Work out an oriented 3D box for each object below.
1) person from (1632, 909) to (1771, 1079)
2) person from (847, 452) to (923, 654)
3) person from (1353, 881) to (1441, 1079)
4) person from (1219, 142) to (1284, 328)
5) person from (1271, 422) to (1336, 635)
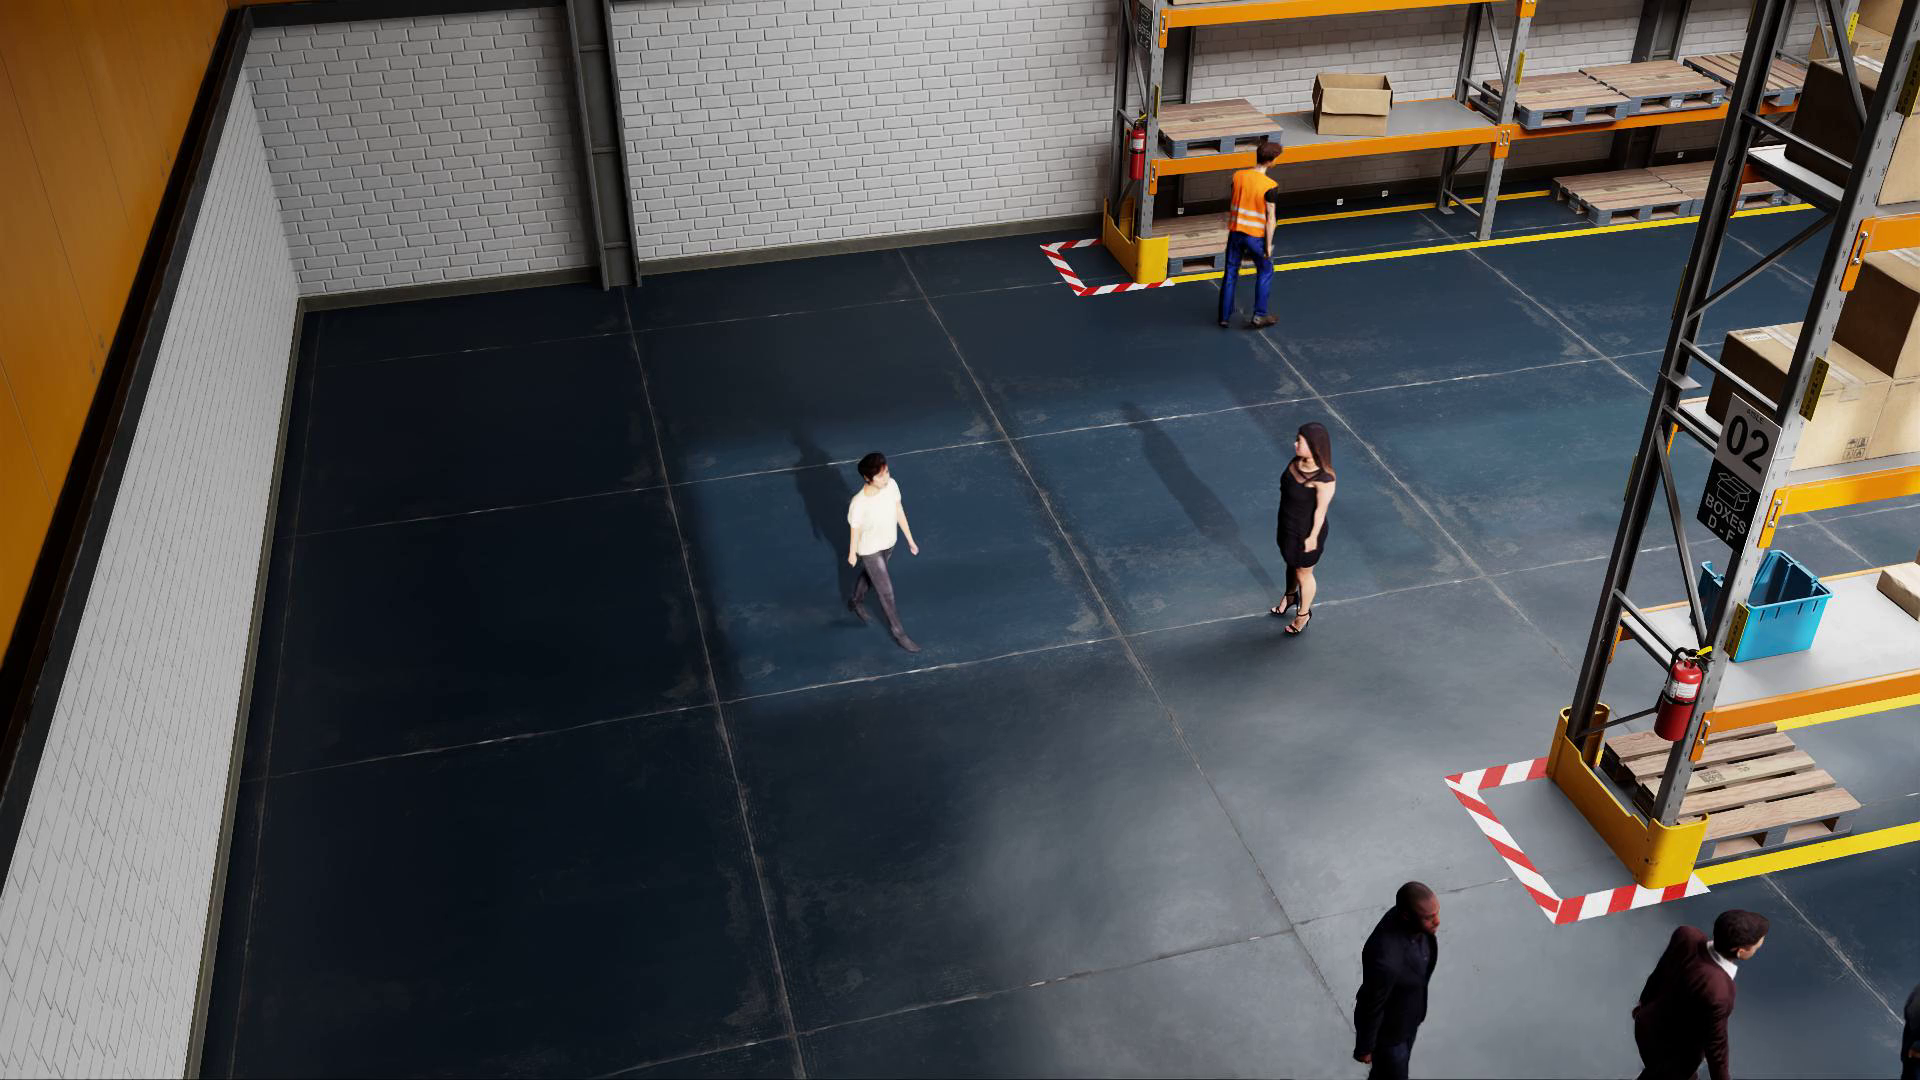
[{"bbox_3d":[3.358,2.432,8.045,0.951,1.839,0.867,3,34,4],"label":"person"},{"bbox_3d":[-0.652,0.034,11.916,1.035,1.545,1.038,22,40,30],"label":"person"},{"bbox_3d":[2.055,2.331,8.225,0.955,1.807,0.895,21,39,28],"label":"person"},{"bbox_3d":[2.762,-2.921,16.076,0.884,1.862,0.926,14,36,20],"label":"person"},{"bbox_3d":[2.475,-0.093,11.953,0.612,1.718,0.664,-6,34,-8],"label":"person"}]
